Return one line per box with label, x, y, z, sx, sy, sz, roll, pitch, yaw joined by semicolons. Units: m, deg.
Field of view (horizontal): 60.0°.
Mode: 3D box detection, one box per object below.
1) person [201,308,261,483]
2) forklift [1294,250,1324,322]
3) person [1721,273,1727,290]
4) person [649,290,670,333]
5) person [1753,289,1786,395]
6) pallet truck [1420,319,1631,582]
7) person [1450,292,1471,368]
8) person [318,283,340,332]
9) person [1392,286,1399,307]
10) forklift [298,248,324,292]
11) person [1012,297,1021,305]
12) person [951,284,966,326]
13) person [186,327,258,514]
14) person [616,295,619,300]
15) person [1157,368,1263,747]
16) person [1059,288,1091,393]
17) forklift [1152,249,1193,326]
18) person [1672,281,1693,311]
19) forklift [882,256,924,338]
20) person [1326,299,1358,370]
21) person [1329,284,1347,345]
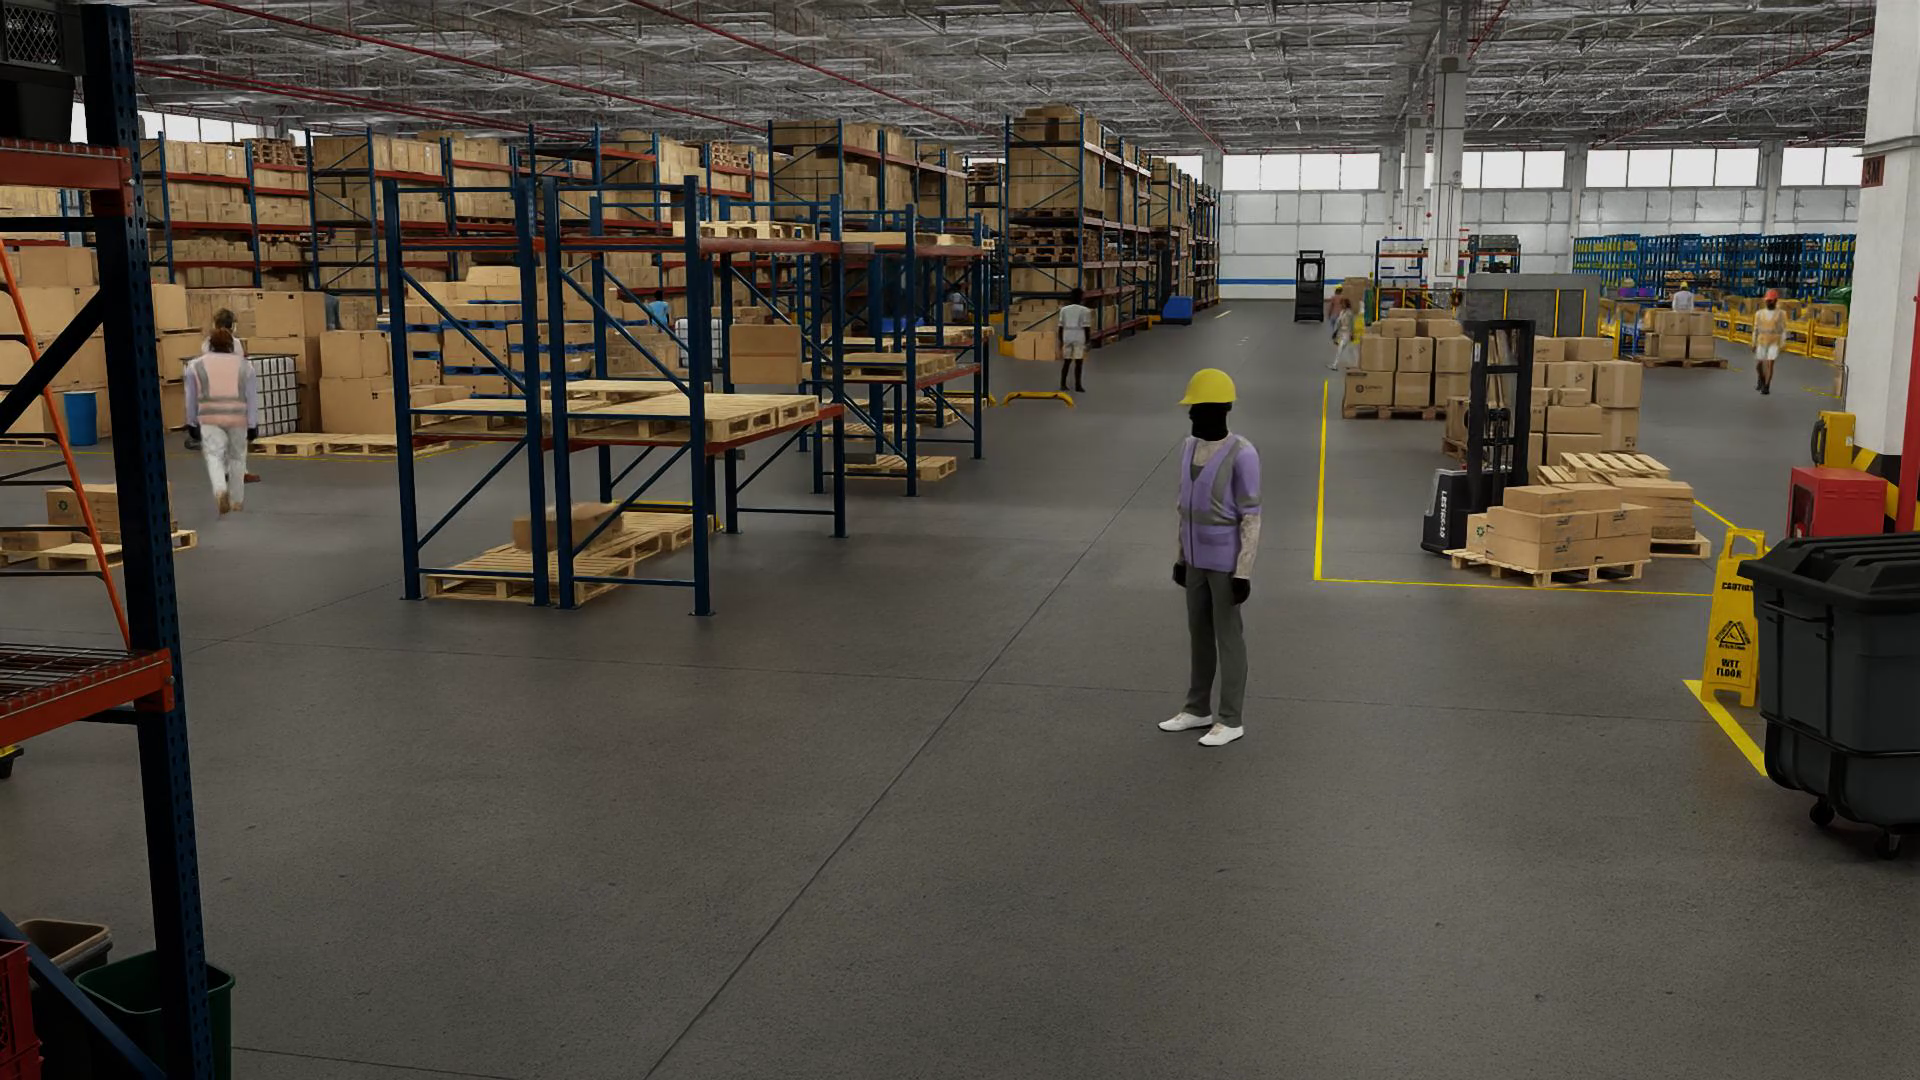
person;-8.086;-1.587;18.387;0.627;1.940;0.372;6;11;32
forklift;13.778;-10.002;65.433;1.129;2.768;1.873;2;10;12
person;37.240;-12.114;81.077;0.452;1.814;0.617;3;10;19
person;-7.587;-5.451;41.999;0.532;1.693;0.319;-1;10;-6
person;14.831;-3.628;30.497;0.539;1.927;0.466;7;12;34
pallet truck;4.543;-0.757;13.299;0.823;1.965;1.885;-4;10;-22
person;10.026;-4.101;33.646;0.966;1.821;0.509;3;10;18
person;-14.597;-4.943;38.305;0.633;1.933;0.368;-9;13;-42
person;14.787;-7.880;56.674;0.846;1.593;0.507;4;10;22
forklift;-20.221;-7.786;52.314;1.129;2.768;1.873;-9;13;-42
person;1.950;-8.365;58.216;0.378;2.044;0.607;-3;10;-18
person;-0.042;-7.474;54.022;0.549;1.676;0.594;3;10;15
person;-7.124;-1.144;16.105;0.626;1.825;0.750;-5;11;-28
person;-8.478;-5.247;40.973;0.522;1.631;0.320;0;10;2
person;1.286;0.088;8.500;0.383;1.928;0.588;-5;11;-27
person;2.136;-3.705;30.899;0.618;1.956;0.388;5;11;29
forklift;7.646;-9.320;61.395;1.873;2.768;1.129;2;10;11
person;21.917;-6.943;50.474;0.594;1.817;0.448;3;10;15
forklift;-1.352;-5.707;40.001;1.129;2.768;1.873;2;10;12
person;8.639;-4.599;37.261;0.875;1.593;0.524;-2;10;-11
person;10.987;-6.550;48.339;0.553;1.755;0.475;0;10;-1
